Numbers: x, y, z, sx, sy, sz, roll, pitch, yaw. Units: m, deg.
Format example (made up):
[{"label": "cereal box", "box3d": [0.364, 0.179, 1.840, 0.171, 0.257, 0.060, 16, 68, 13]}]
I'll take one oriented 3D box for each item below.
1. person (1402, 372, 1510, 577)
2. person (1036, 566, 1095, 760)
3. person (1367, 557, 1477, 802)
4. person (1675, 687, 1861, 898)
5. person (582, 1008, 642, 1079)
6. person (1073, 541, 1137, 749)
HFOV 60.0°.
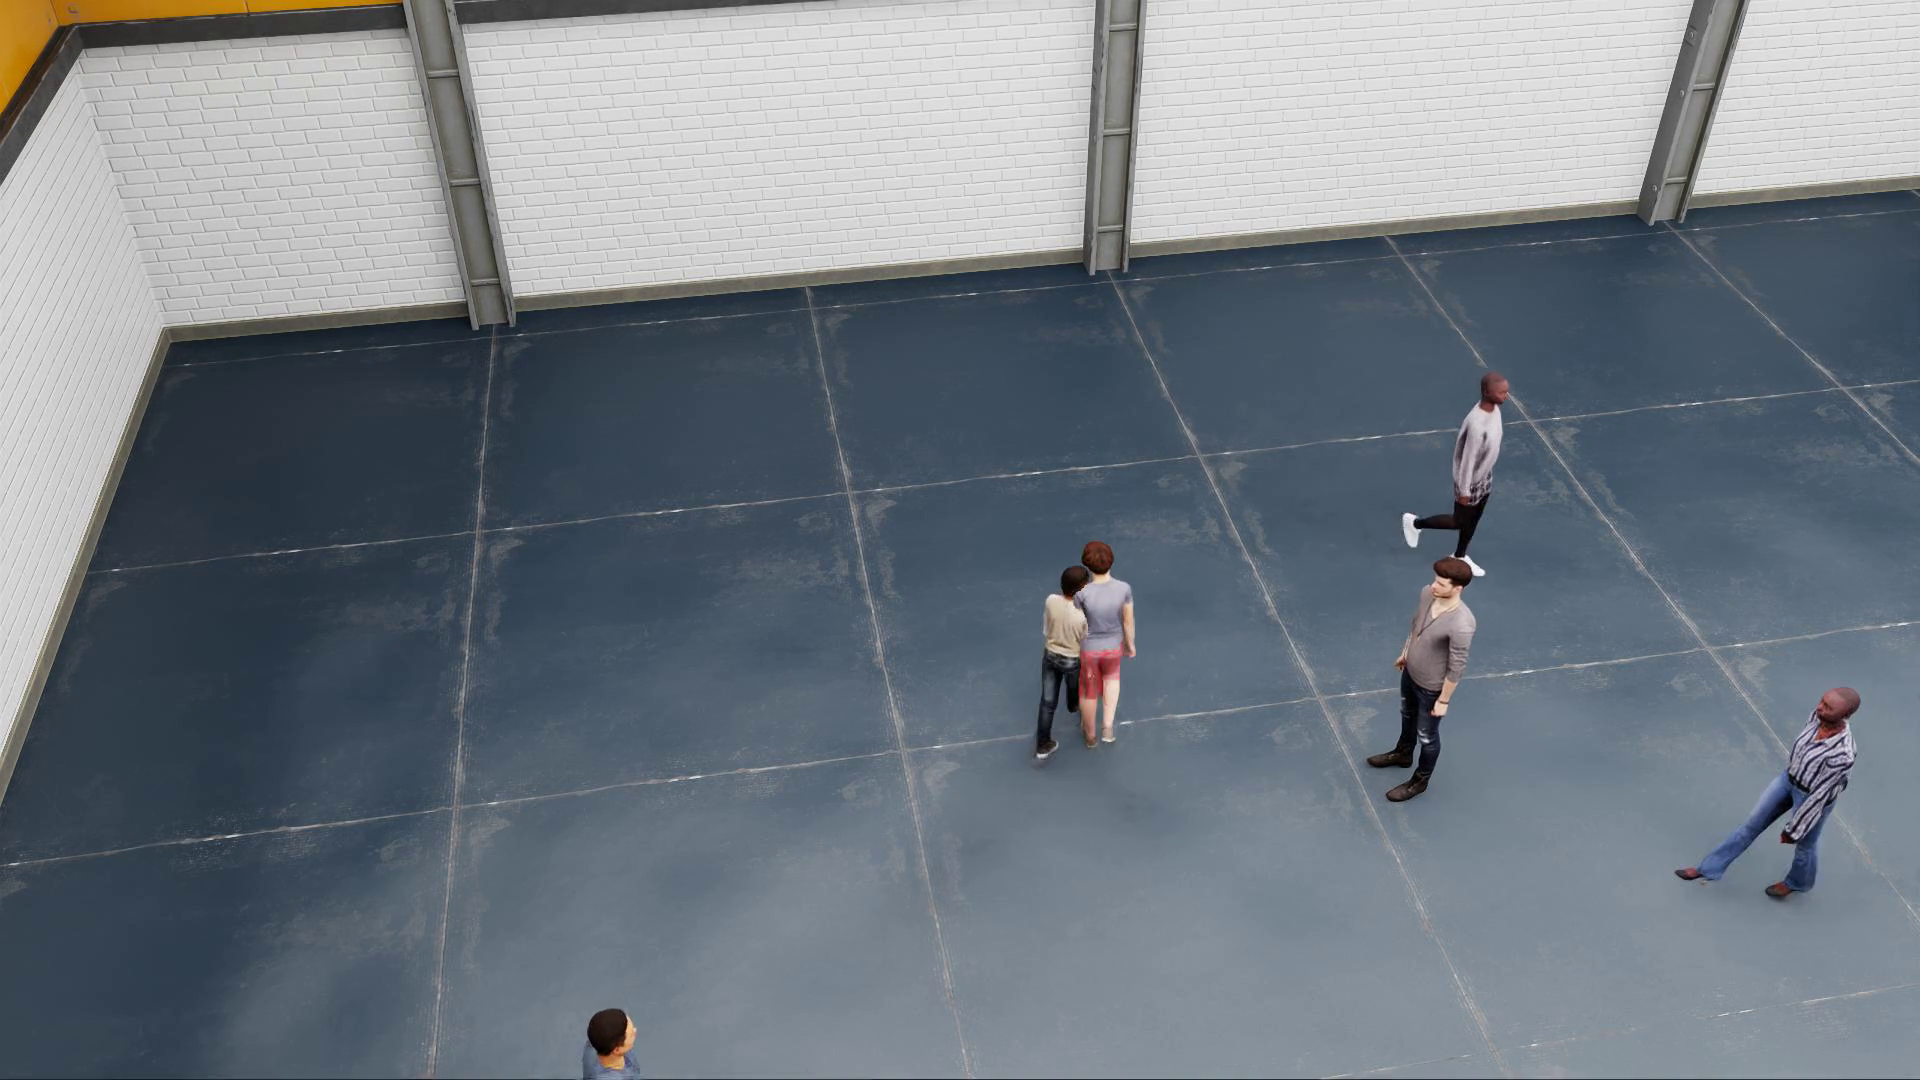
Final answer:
[{"label": "person", "box3d": [3.752, -0.506, 12.478, 1.027, 1.758, 0.976, 25, 45, 28]}, {"label": "person", "box3d": [0.659, 0.835, 11.057, 1.018, 1.435, 0.945, 14, 41, 17]}, {"label": "person", "box3d": [3.009, 0.868, 10.640, 0.615, 1.903, 0.709, -9, 40, -12]}, {"label": "person", "box3d": [5.104, 1.552, 9.898, 1.110, 1.761, 0.760, -1, 39, -2]}, {"label": "person", "box3d": [-1.755, 2.935, 8.145, 0.969, 1.787, 0.794, -11, 40, -14]}, {"label": "person", "box3d": [0.938, 0.770, 10.981, 0.668, 1.632, 0.732, -3, 39, -4]}]
